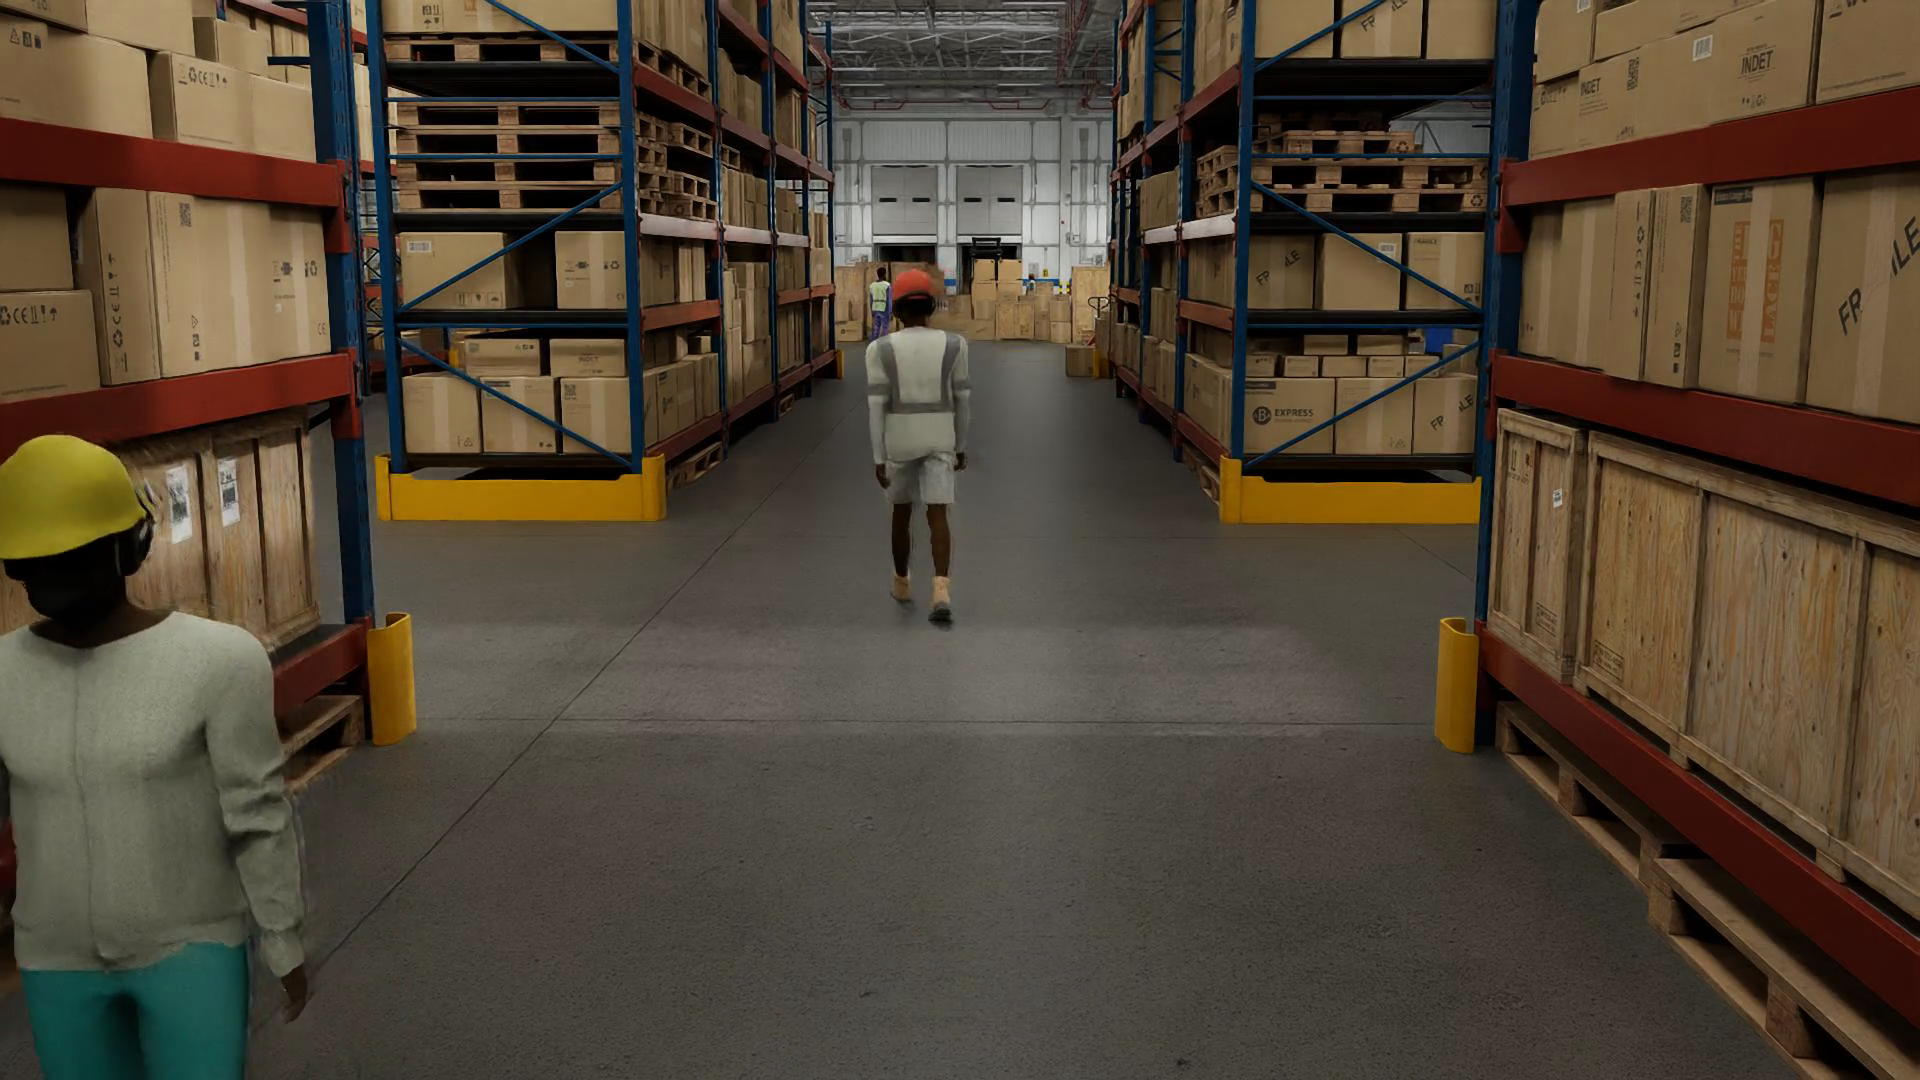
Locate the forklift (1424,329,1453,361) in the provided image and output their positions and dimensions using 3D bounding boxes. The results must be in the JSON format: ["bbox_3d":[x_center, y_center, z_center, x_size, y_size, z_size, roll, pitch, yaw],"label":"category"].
[{"bbox_3d":[10.007,-4.741,31.958,1.873,2.768,1.129,-5,11,-28],"label":"forklift"}]

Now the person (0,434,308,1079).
[{"bbox_3d":[-1.379,0.701,2.717,0.560,1.749,0.426,-1,10,-6],"label":"person"}]

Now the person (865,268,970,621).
[{"bbox_3d":[-0.233,-0.544,9.514,0.605,2.006,1.051,-1,10,-6],"label":"person"}]

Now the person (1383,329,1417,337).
[{"bbox_3d":[7.963,-3.940,29.952,0.625,1.940,1.004,1,10,5],"label":"person"}]

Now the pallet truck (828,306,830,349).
[{"bbox_3d":[-3.100,-3.940,29.800,1.885,1.965,0.823,3,10,19],"label":"pallet truck"}]

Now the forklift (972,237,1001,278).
[{"bbox_3d":[0.842,-8.321,53.406,1.129,2.768,1.873,0,9,1],"label":"forklift"}]

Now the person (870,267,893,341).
[{"bbox_3d":[-1.692,-4.921,35.906,0.591,1.922,0.392,7,12,34],"label":"person"}]

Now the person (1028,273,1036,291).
[{"bbox_3d":[2.561,-8.720,59.507,0.307,1.641,0.512,2,10,9],"label":"person"}]

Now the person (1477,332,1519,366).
[{"bbox_3d":[6.939,-2.363,21.509,0.522,1.616,0.740,1,10,7],"label":"person"}]
